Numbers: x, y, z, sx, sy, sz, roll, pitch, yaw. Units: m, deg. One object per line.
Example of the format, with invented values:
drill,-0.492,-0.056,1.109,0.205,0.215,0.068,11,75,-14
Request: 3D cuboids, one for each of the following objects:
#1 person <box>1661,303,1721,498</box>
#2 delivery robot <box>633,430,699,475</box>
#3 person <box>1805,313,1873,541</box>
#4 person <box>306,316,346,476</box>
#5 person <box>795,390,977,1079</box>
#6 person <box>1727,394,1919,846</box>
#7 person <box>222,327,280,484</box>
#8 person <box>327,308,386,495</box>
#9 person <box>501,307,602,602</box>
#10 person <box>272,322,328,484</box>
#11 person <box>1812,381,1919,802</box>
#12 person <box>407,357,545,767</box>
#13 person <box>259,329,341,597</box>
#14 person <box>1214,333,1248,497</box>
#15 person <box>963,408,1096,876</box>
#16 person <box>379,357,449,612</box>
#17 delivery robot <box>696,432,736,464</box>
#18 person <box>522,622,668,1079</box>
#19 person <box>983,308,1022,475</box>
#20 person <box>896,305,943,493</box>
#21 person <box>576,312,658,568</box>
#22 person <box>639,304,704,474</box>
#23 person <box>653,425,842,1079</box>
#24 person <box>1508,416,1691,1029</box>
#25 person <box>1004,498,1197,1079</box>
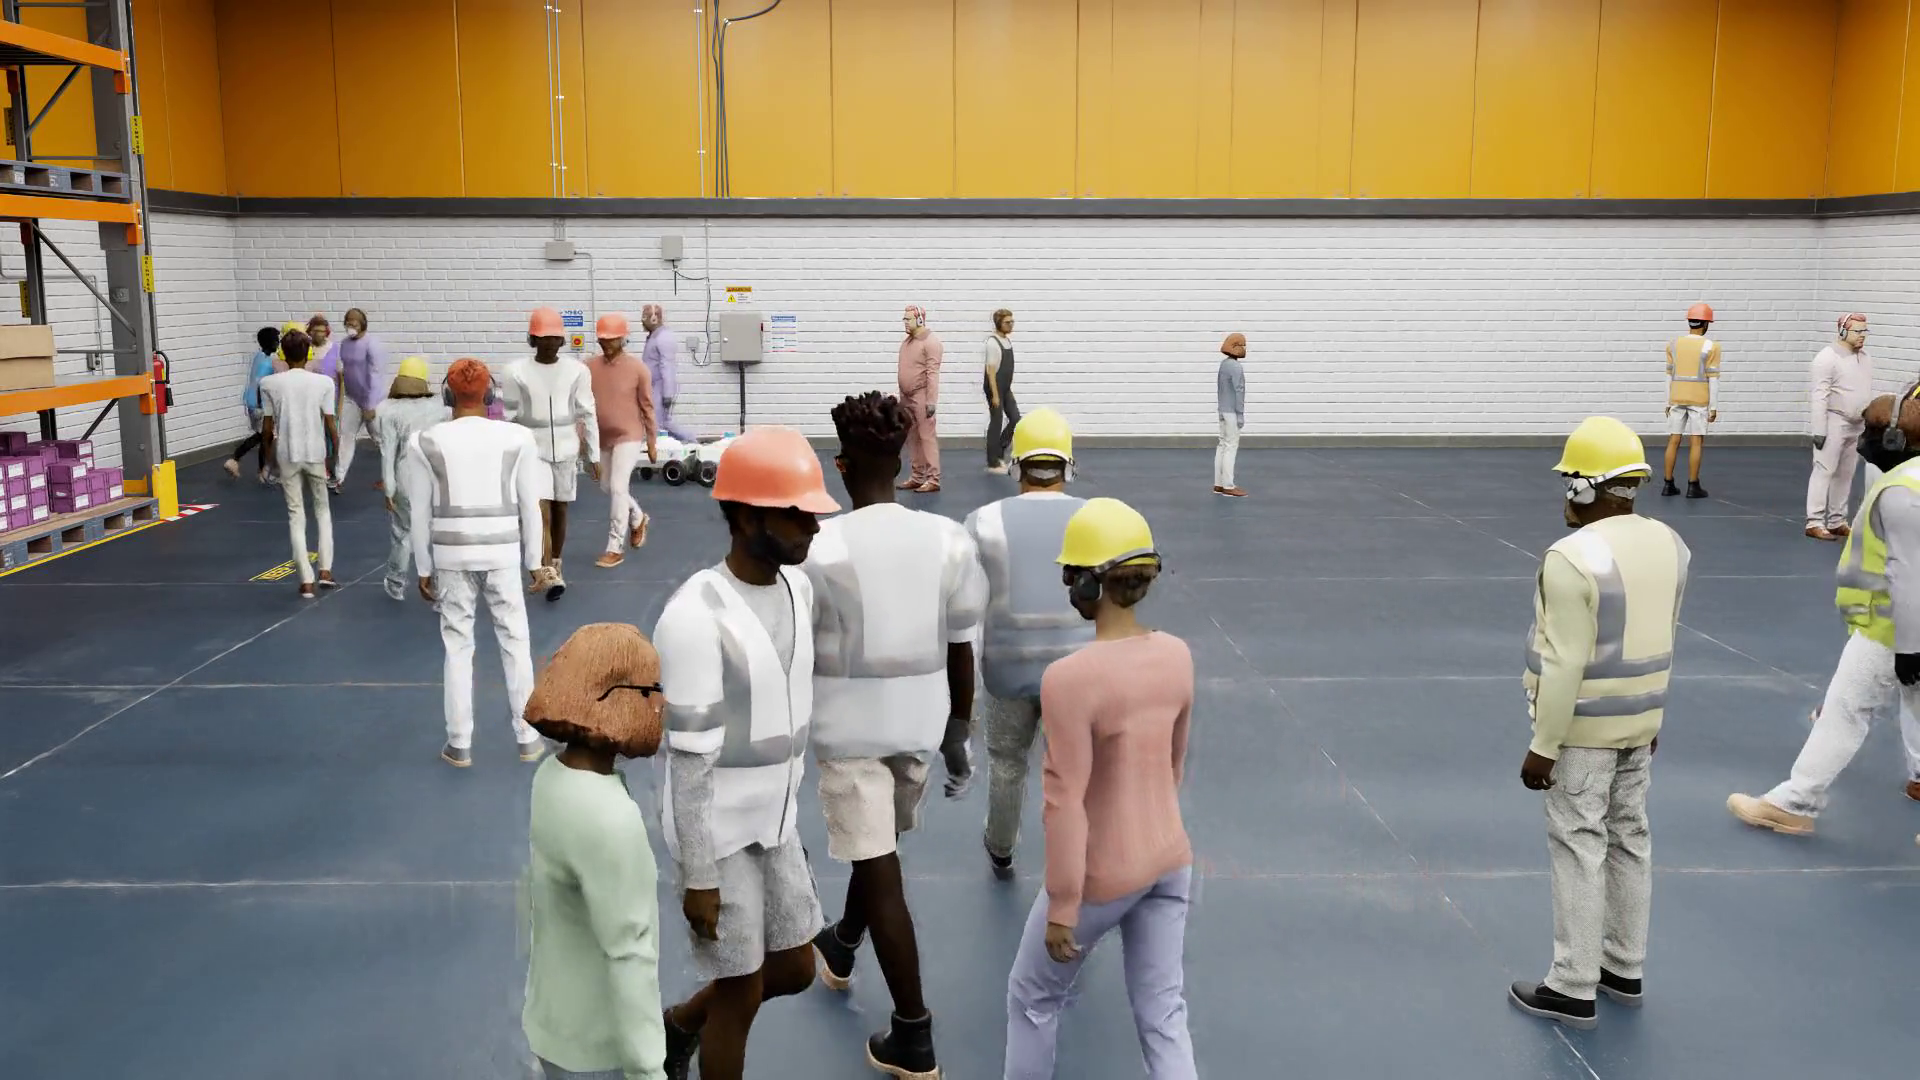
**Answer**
person,7.263,-1.376,16.496,0.382,1.932,0.541,-8,12,-41
delivery robot,-3.138,-0.918,17.597,0.707,0.478,0.477,3,10,17
person,7.399,-0.944,13.941,0.640,1.902,0.402,-5,10,-28
person,-6.740,-1.470,17.562,0.569,1.763,0.991,-2,9,-11
person,-0.304,0.528,4.837,0.632,1.913,0.988,-6,11,-33
person,3.637,0.328,6.497,0.974,1.788,0.647,7,12,38
person,-7.401,-1.398,17.424,0.619,1.673,0.547,-4,10,-24
person,-6.045,-1.390,16.767,0.686,1.868,1.037,6,11,32
person,-2.778,-0.580,11.395,0.628,1.991,1.033,-4,10,-24
person,-6.871,-1.404,17.309,0.847,1.731,0.529,8,12,40
person,4.094,0.188,7.245,0.524,1.825,0.917,-2,10,-13
person,-2.215,0.098,7.649,0.578,1.869,0.381,-3,10,-17
person,-4.618,-0.543,11.628,0.515,1.847,0.650,-4,10,-23
person,2.722,-1.254,16.645,0.267,1.632,0.507,-2,9,-12
person,0.283,0.431,5.849,0.621,1.782,0.924,0,9,-3
person,-3.633,-0.374,11.120,0.483,1.675,0.972,-7,12,-36
delivery robot,-2.411,-0.895,17.459,0.707,0.478,0.477,-1,9,-8
person,-0.763,0.959,3.145,0.682,1.608,0.535,-4,10,-22
person,0.462,-1.613,18.230,0.411,1.831,0.547,4,10,25
person,-0.441,-1.435,16.961,0.402,1.900,0.647,-6,11,-33
person,-2.638,-0.808,12.962,0.610,1.954,0.939,3,10,19
person,-3.242,-1.672,18.446,0.709,1.885,0.657,-3,10,-18
person,-0.562,0.672,3.992,0.617,1.919,0.544,5,11,29
person,1.904,0.544,5.014,0.599,1.830,0.403,-6,11,-34
person,0.283,0.759,3.994,0.540,1.731,0.802,-8,12,-42
